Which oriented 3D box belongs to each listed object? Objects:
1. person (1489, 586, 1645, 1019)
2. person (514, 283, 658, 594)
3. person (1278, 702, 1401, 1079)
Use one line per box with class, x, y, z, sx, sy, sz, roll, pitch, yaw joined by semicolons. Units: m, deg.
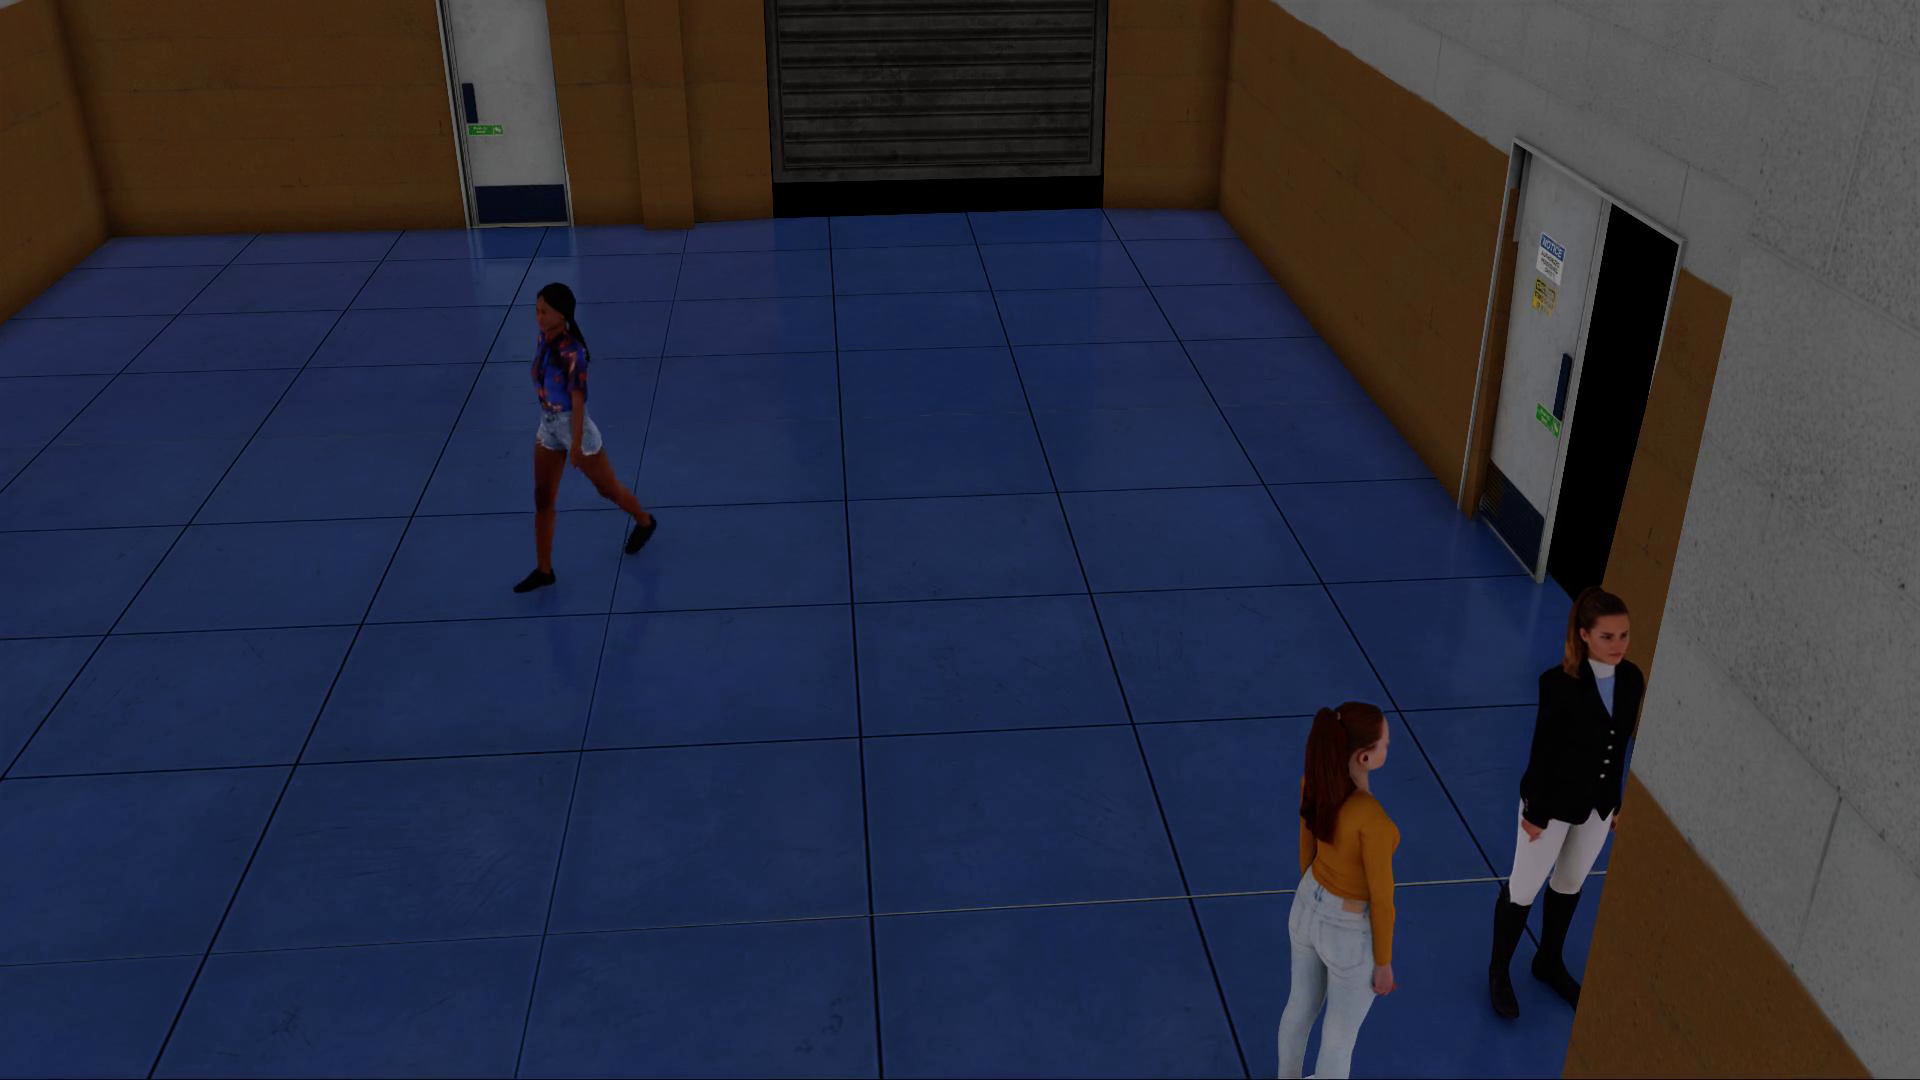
person;2.222;0.972;6.077;0.533;1.728;0.663;-6;28;-12
person;-2.068;-0.578;9.189;1.114;1.696;1.218;23;35;37
person;1.233;1.281;5.461;0.682;1.751;0.663;-13;30;-24
